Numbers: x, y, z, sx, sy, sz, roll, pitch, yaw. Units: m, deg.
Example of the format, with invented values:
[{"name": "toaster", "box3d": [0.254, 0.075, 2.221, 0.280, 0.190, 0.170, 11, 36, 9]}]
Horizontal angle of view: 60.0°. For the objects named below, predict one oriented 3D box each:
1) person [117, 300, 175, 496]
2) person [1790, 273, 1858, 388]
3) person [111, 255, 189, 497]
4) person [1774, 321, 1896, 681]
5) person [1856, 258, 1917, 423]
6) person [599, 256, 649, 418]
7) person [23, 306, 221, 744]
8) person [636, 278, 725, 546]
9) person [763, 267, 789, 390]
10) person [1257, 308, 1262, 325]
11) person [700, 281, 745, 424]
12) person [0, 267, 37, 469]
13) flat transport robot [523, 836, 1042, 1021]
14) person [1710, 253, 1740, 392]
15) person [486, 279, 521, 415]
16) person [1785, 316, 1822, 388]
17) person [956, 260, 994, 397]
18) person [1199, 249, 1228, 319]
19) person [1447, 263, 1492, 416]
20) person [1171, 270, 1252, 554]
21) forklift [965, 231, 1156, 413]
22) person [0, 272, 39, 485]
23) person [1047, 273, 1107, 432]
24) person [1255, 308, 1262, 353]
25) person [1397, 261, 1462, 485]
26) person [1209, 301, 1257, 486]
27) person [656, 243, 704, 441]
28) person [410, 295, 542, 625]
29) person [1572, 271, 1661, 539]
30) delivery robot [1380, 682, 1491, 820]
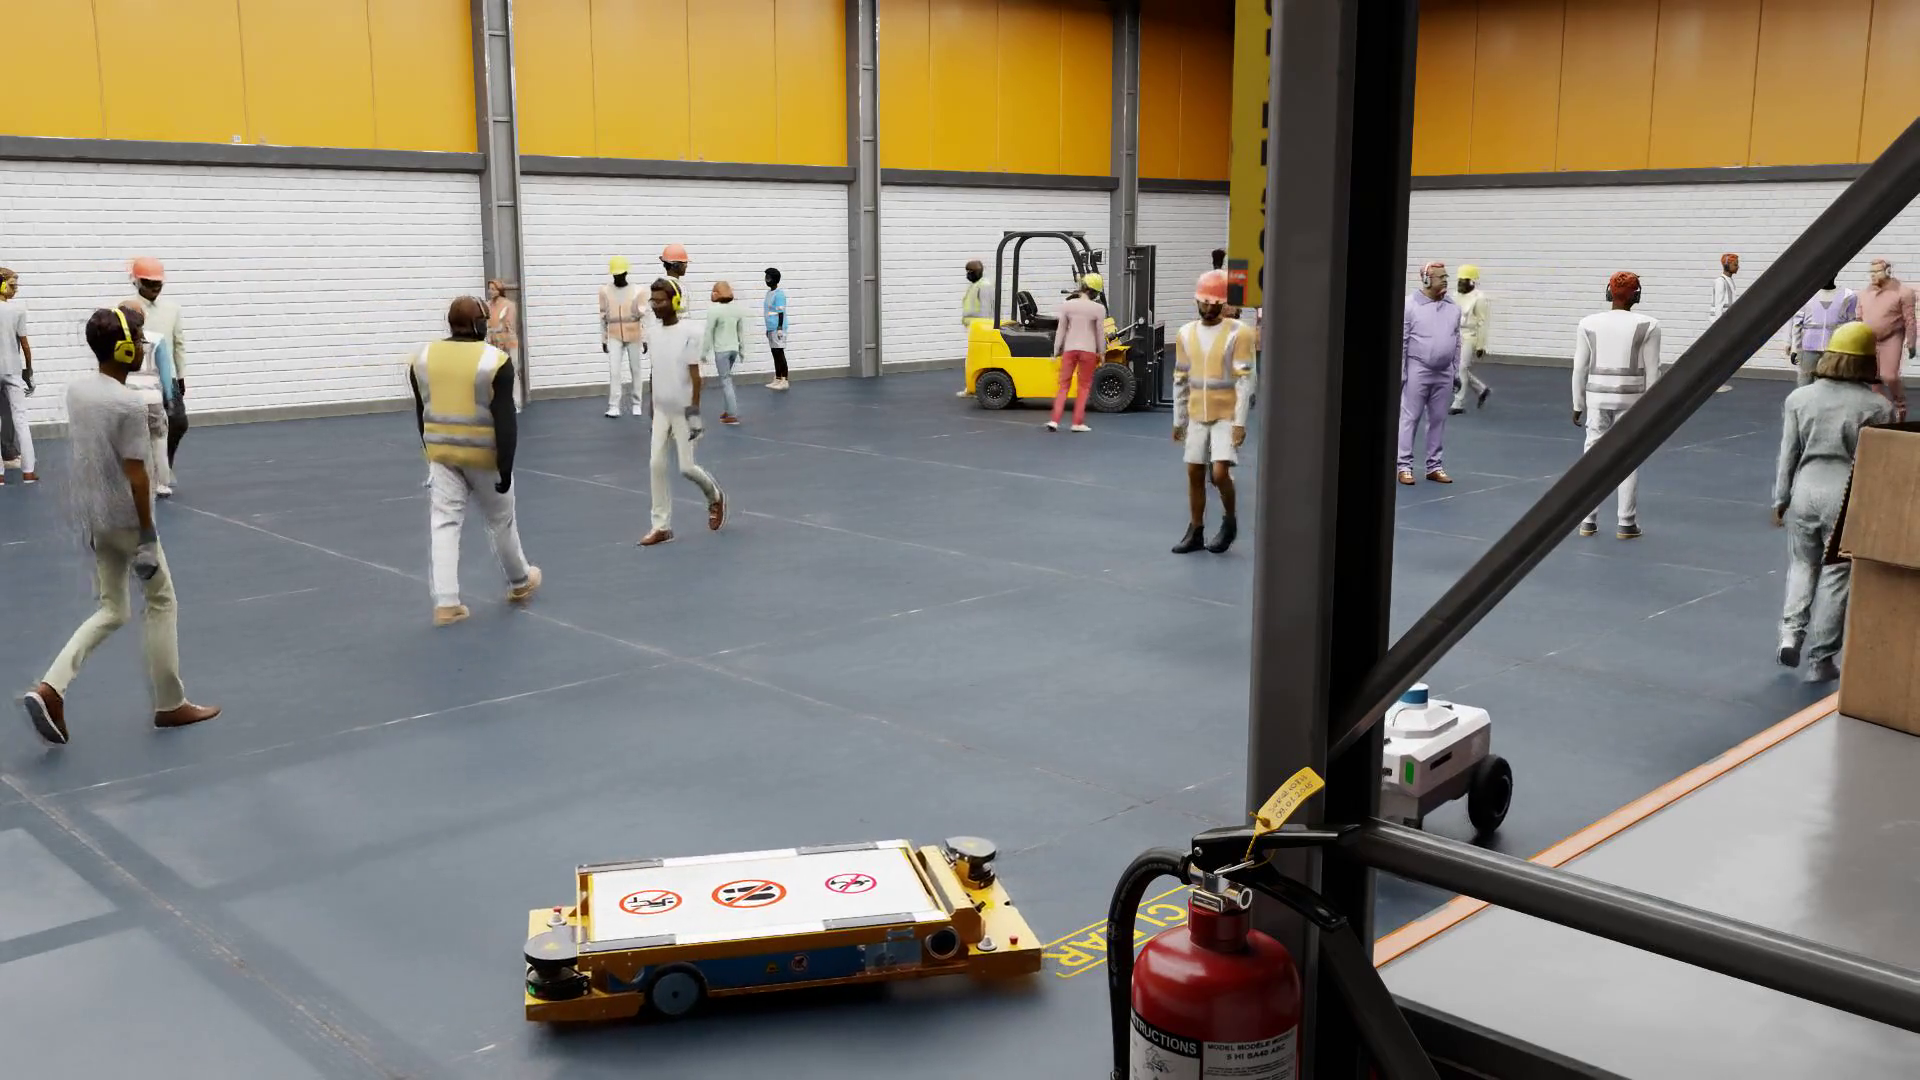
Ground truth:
[{"name": "person", "box3d": [-6.592, -1.113, 13.358, 0.542, 1.612, 0.669, -3, 11, -18]}, {"name": "person", "box3d": [9.123, -2.044, 17.596, 0.595, 1.925, 0.375, 5, 12, 26]}, {"name": "person", "box3d": [-6.593, -1.326, 13.569, 0.503, 1.970, 0.628, 8, 13, 36]}, {"name": "person", "box3d": [4.190, -0.178, 7.961, 0.357, 1.727, 0.501, -9, 14, -41]}, {"name": "person", "box3d": [10.295, -2.196, 18.567, 0.466, 1.880, 0.690, -6, 12, -28]}, {"name": "person", "box3d": [-3.923, -2.357, 19.425, 0.623, 1.871, 0.904, 1, 10, 3]}, {"name": "person", "box3d": [-3.579, -0.054, 6.989, 0.529, 1.848, 0.729, 6, 12, 28]}, {"name": "person", "box3d": [-1.952, -0.900, 11.593, 0.531, 1.848, 0.728, 6, 12, 28]}, {"name": "person", "box3d": [-2.557, -2.928, 23.078, 0.320, 1.694, 0.537, -5, 11, -24]}, {"name": "person", "box3d": [4.992, -3.529, 25.873, 0.666, 1.867, 0.934, 5, 12, 26]}, {"name": "person", "box3d": [-2.719, -2.125, 18.902, 0.577, 1.613, 0.503, 8, 13, 36]}, {"name": "person", "box3d": [-8.751, -1.570, 15.263, 0.351, 1.838, 0.506, -4, 11, -21]}, {"name": "flat transport robot", "box3d": [-0.535, 1.117, 4.885, 1.431, 0.197, 0.652, -2, 11, -13]}, {"name": "person", "box3d": [10.457, -2.971, 22.772, 0.342, 1.882, 0.587, 7, 13, 35]}, {"name": "person", "box3d": [-5.435, -2.262, 19.622, 0.523, 1.621, 0.557, 5, 12, 26]}, {"name": "person", "box3d": [10.276, -2.409, 20.007, 0.604, 1.783, 0.948, 10, 14, 43]}, {"name": "person", "box3d": [0.311, -2.766, 21.840, 0.606, 1.818, 0.671, -3, 11, -16]}, {"name": "person", "box3d": [4.009, -3.552, 25.891, 0.614, 1.912, 0.927, 1, 10, 3]}, {"name": "person", "box3d": [6.041, -2.372, 19.703, 0.656, 1.809, 0.603, -3, 11, -15]}, {"name": "person", "box3d": [1.656, -0.818, 10.985, 0.588, 1.907, 0.485, 7, 13, 35]}, {"name": "forklift", "box3d": [1.222, -2.721, 20.561, 2.313, 2.155, 1.214, 2, 11, 13]}, {"name": "person", "box3d": [-8.230, -1.405, 14.270, 0.513, 1.872, 0.328, -7, 12, -33]}, {"name": "person", "box3d": [1.302, -2.032, 18.085, 0.594, 1.722, 0.446, 5, 11, 24]}, {"name": "person", "box3d": [5.601, -4.330, 30.110, 0.643, 1.913, 0.408, 9, 14, 40]}, {"name": "person", "box3d": [4.031, -1.429, 14.290, 0.651, 1.910, 0.409, -3, 11, -16]}, {"name": "person", "box3d": [2.242, -1.246, 14.105, 0.520, 1.614, 0.668, 6, 12, 30]}, {"name": "person", "box3d": [-2.943, -2.048, 17.307, 0.375, 2.044, 0.607, -8, 13, -36]}, {"name": "person", "box3d": [-2.733, -0.471, 9.369, 0.640, 1.791, 0.940, 2, 11, 9]}, {"name": "person", "box3d": [4.628, -0.950, 11.752, 0.584, 1.882, 0.337, 7, 12, 32]}, {"name": "delivery robot", "box3d": [1.590, 0.746, 5.872, 0.477, 0.478, 0.707, 8, 13, 39]}]
